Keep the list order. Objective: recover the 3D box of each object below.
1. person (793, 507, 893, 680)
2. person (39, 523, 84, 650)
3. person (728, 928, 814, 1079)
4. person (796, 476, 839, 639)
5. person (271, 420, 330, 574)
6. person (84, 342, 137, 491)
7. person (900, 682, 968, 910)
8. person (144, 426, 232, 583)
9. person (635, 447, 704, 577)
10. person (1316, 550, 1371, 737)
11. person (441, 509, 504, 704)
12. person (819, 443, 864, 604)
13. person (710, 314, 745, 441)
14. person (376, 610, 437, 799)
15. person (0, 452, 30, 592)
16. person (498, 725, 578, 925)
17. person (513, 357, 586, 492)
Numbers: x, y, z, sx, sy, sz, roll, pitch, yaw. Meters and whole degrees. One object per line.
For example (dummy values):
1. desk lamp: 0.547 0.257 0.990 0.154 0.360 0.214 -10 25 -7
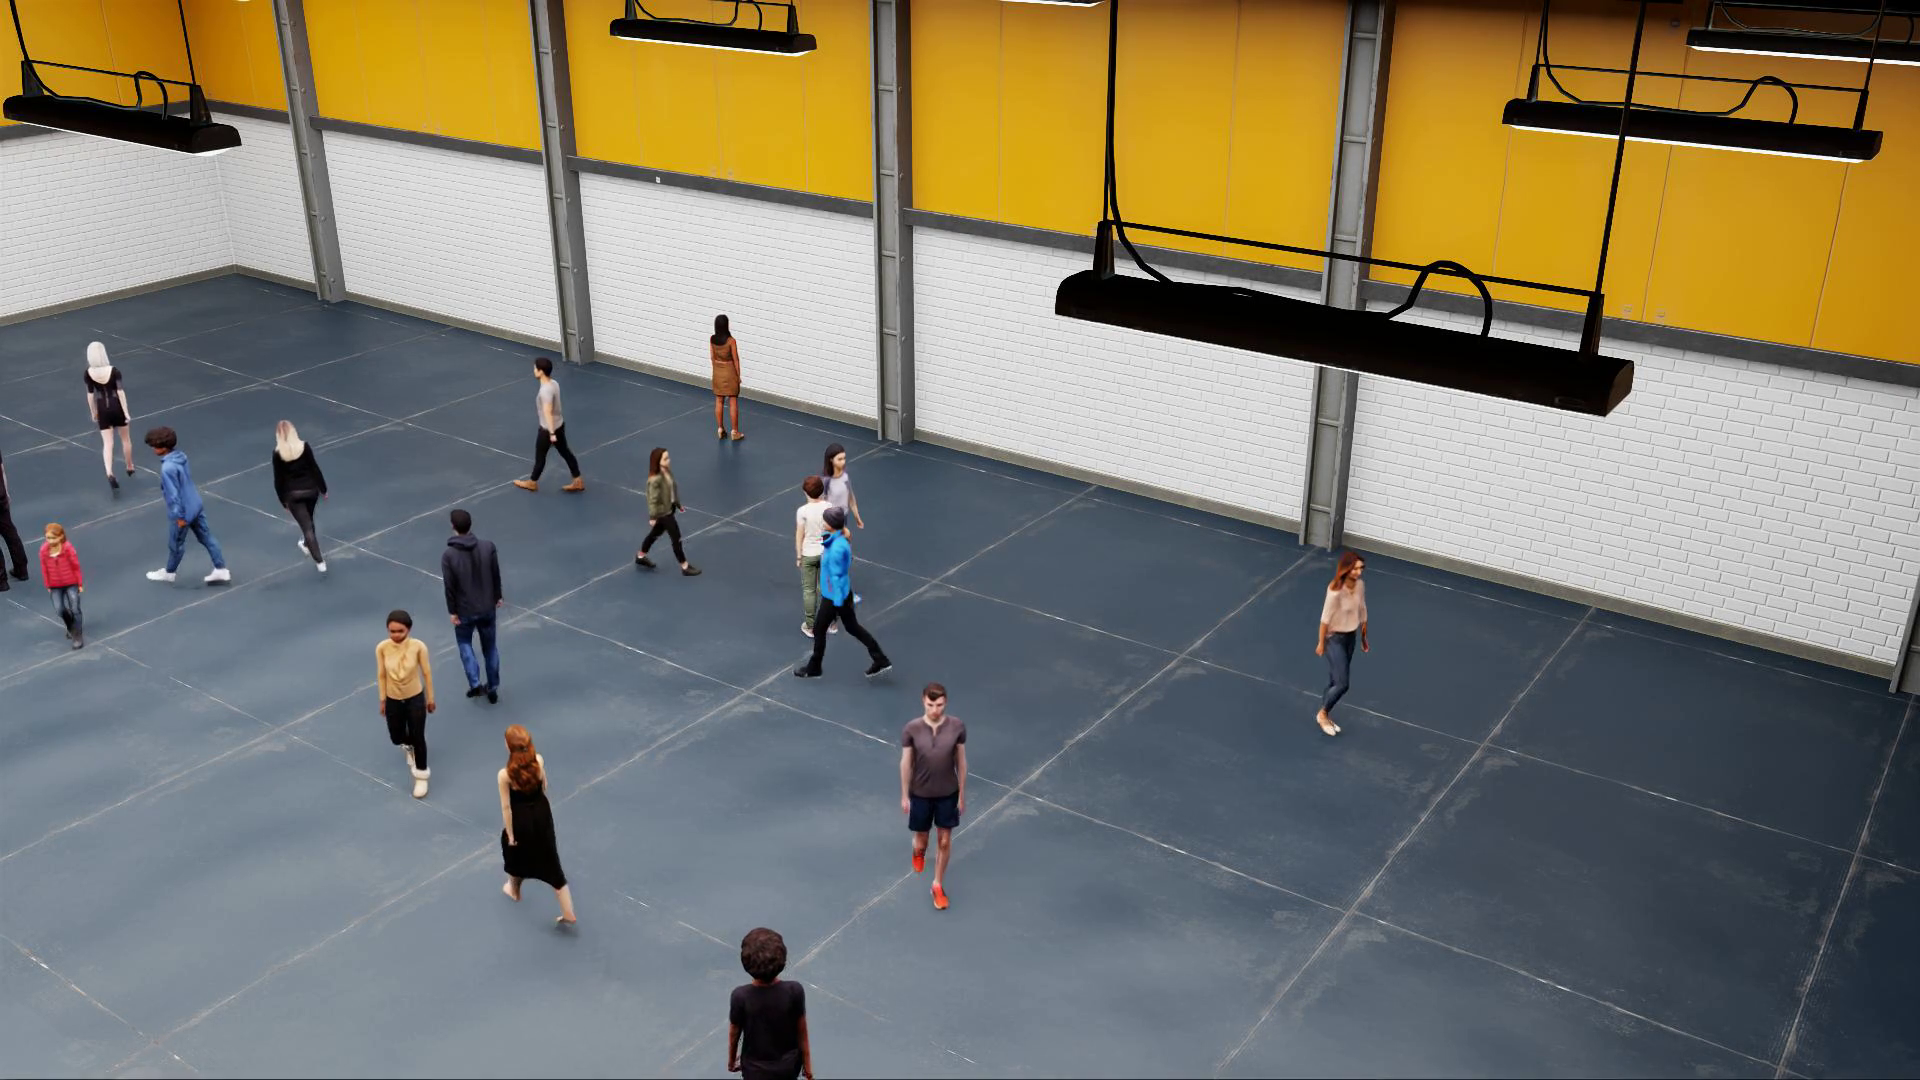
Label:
1. person: -1.047 0.540 15.472 1.263 1.759 1.034 2 24 4
2. person: -8.766 0.417 16.320 0.675 1.306 0.740 -6 24 -13
3. person: -1.075 3.111 9.612 1.083 1.743 1.205 -6 24 -14
4. person: -1.413 0.153 16.494 0.640 1.650 0.666 -12 26 -25
5. person: -7.039 -0.411 17.817 0.917 1.624 1.268 -15 28 -31
6. person: -10.243 -1.472 20.027 1.061 1.798 1.177 -6 24 -14
7. person: -0.194 1.840 12.397 0.920 1.840 0.972 -2 24 -5
8. person: -8.058 -0.334 17.463 1.207 1.766 1.099 -1 24 -3
9. person: -3.238 -0.299 17.795 1.096 1.436 0.851 4 24 10
10. person: 3.295 0.862 14.716 0.681 1.776 0.694 -17 29 -34
11. person: -4.363 0.645 15.085 0.788 1.878 0.789 -13 27 -27
12. person: -1.361 -0.206 17.240 0.800 1.711 0.652 11 26 24
13. person: -3.052 -2.128 21.663 0.505 1.690 0.657 10 25 21
14. person: -4.607 1.303 13.869 0.887 1.646 0.924 -2 24 -4
15. person: -10.208 -0.377 17.463 0.689 1.845 0.780 8 25 18
16. person: -3.082 2.101 12.107 0.726 1.595 1.121 -20 31 -38
17. person: -4.791 -1.337 19.864 1.160 1.681 0.958 2 24 4
